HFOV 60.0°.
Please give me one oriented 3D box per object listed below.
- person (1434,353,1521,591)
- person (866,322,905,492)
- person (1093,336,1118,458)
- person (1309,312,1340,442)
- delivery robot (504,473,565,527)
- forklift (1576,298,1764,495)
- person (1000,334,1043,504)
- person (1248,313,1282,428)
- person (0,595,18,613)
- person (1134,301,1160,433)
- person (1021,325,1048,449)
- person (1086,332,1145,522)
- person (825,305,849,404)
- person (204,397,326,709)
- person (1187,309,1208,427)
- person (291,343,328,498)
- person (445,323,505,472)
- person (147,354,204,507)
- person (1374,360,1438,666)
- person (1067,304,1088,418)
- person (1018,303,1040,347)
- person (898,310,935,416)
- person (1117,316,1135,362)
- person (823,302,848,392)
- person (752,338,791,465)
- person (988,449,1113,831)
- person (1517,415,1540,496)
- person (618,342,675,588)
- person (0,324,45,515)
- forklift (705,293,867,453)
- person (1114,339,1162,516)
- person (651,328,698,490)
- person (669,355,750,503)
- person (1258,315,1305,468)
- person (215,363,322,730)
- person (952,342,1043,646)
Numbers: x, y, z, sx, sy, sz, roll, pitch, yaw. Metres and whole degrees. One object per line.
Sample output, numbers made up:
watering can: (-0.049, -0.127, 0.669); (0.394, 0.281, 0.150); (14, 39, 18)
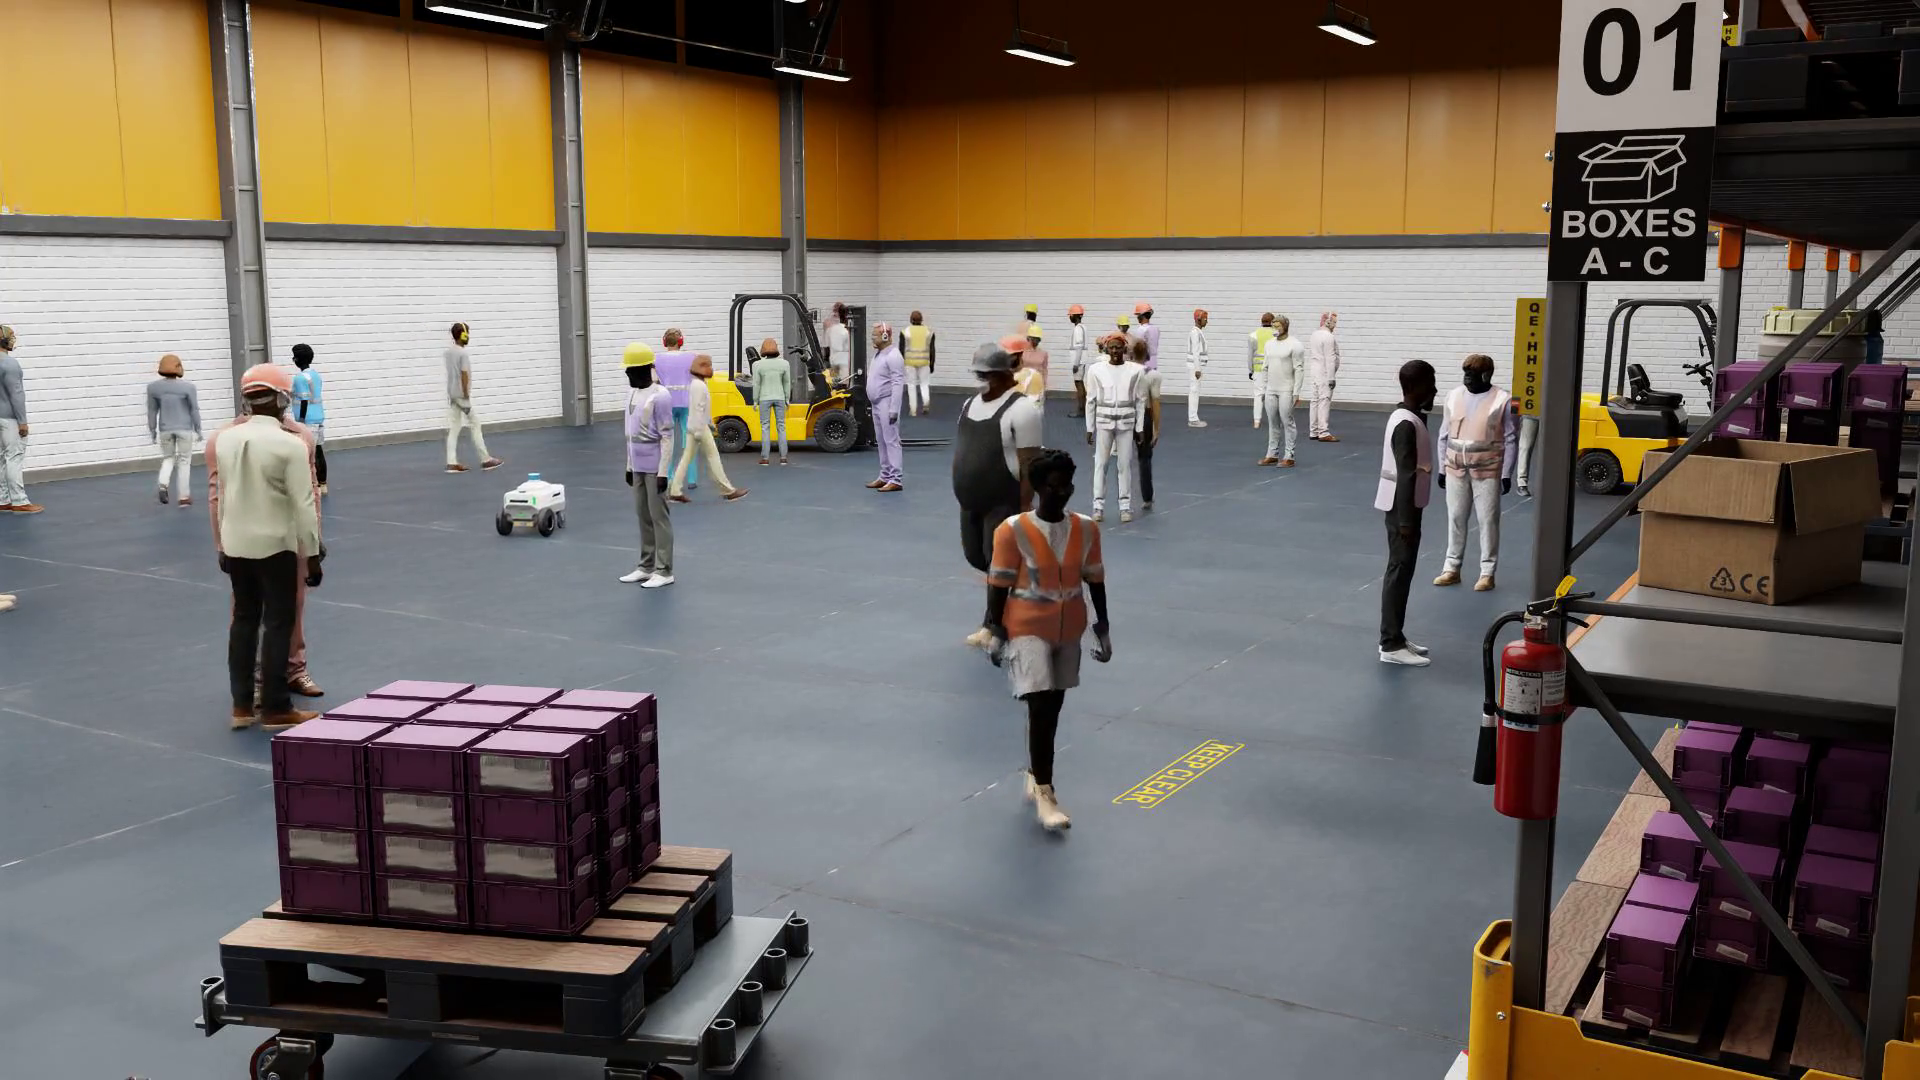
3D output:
person: (4.004, -0.527, 12.942); (0.626, 1.840, 0.430); (8, 12, 41)
person: (-0.864, -1.500, 18.802); (0.401, 1.906, 0.649); (-4, 10, -22)
person: (1.952, -1.904, 22.196); (0.326, 1.631, 0.522); (7, 11, 36)
person: (5.358, -2.390, 24.381); (0.404, 1.902, 0.636); (-2, 9, -11)
delivery robot: (-4.027, -0.387, 15.753); (0.477, 0.478, 0.707); (2, 9, 10)
forklift: (7.954, -1.589, 18.462); (2.313, 2.155, 1.214); (5, 11, 30)
person: (0.591, -1.042, 16.035); (0.553, 1.887, 1.014); (5, 10, 29)
person: (4.889, -2.690, 26.456); (0.621, 1.838, 0.429); (3, 10, 20)
person: (-7.115, -0.486, 12.049); (0.382, 2.042, 0.612); (-4, 10, -22)
person: (2.784, -2.590, 25.187); (0.393, 2.040, 0.611); (6, 11, 33)
person: (0.983, -2.168, 23.485); (0.527, 1.742, 0.725); (-3, 10, -18)
person: (1.535, -1.116, 16.471); (0.582, 1.882, 0.338); (0, 9, 2)
person: (-1.874, -2.944, 27.729); (0.636, 1.926, 0.949); (6, 11, 35)
person: (-3.924, -0.008, 9.494); (0.399, 1.907, 0.644); (8, 12, 41)
person: (3.824, -2.762, 26.745); (0.355, 1.886, 0.573); (1, 9, 8)
person: (-7.132, -1.301, 18.203); (0.316, 1.698, 0.541); (-1, 9, -3)
person: (-6.099, -1.768, 20.671); (0.561, 1.838, 0.769); (8, 12, 42)
person: (-8.241, -1.143, 17.467); (0.504, 1.621, 0.407); (-1, 9, -4)
person: (2.817, -0.180, 10.523); (0.378, 1.917, 0.598); (2, 9, 15)
person: (1.993, -3.055, 28.409); (0.373, 1.934, 0.551); (2, 9, 11)
person: (1.261, -3.498, 31.264); (0.542, 1.914, 0.596); (-5, 10, -29)
person: (-0.755, -3.037, 28.637); (0.636, 1.826, 0.432); (-2, 9, -13)
person: (2.874, -3.073, 29.197); (0.523, 1.727, 0.905); (-3, 10, -21)
person: (-2.337, -3.676, 32.376); (0.636, 1.911, 0.404); (0, 9, 1)
person: (-2.417, -1.771, 21.337); (0.499, 1.634, 0.288); (-3, 10, -19)
person: (0.444, 0.441, 7.382); (0.558, 1.668, 0.706); (-4, 10, -26)
person: (6.408, -1.386, 18.358); (0.592, 1.824, 0.403); (0, 9, 3)
person: (-2.457, -0.584, 13.039); (0.383, 1.921, 0.585); (-7, 12, -37)
person: (-9.719, -1.224, 16.978); (0.629, 1.940, 0.373); (6, 11, 31)
forklift: (-2.458, -2.344, 23.176); (2.313, 2.155, 1.214); (0, 9, -2)
person: (1.802, -1.154, 16.990); (0.535, 1.792, 0.970); (2, 9, 14)
person: (-3.225, -1.477, 18.874); (0.563, 1.837, 0.388); (-2, 9, -13)
person: (-2.719, -1.178, 17.780); (0.869, 1.588, 0.515); (-3, 10, -19)
person: (4.070, -1.882, 21.084); (0.355, 1.937, 0.634); (-7, 11, -36)
person: (-3.738, 0.042, 8.989); (0.700, 1.972, 0.481); (3, 10, 20)
person: (0.278, -0.345, 11.174); (0.765, 2.000, 0.694); (-8, 12, -42)
